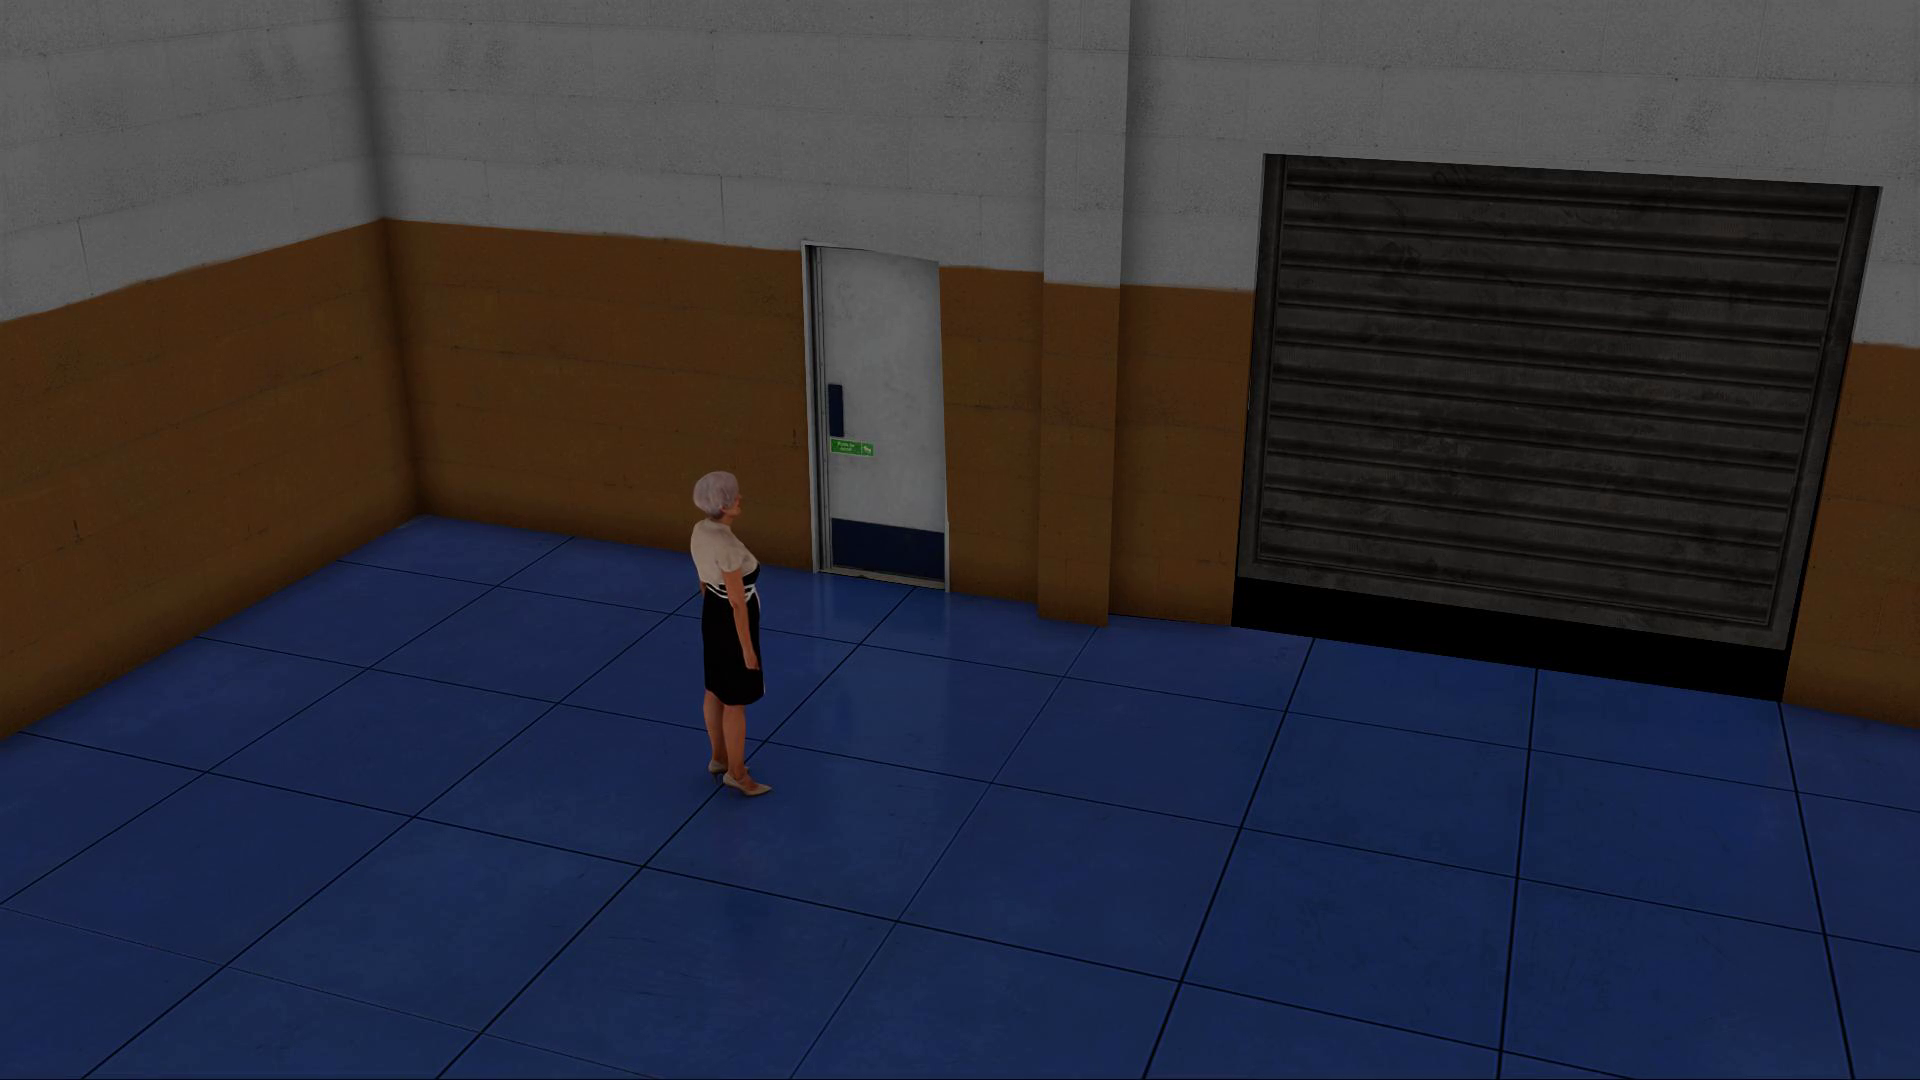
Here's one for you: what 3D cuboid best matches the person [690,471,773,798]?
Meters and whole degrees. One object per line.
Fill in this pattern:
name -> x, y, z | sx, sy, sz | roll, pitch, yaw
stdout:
person -> -1.189, 0.484, 8.461 | 0.765, 1.756, 0.681 | -12, 25, -28
